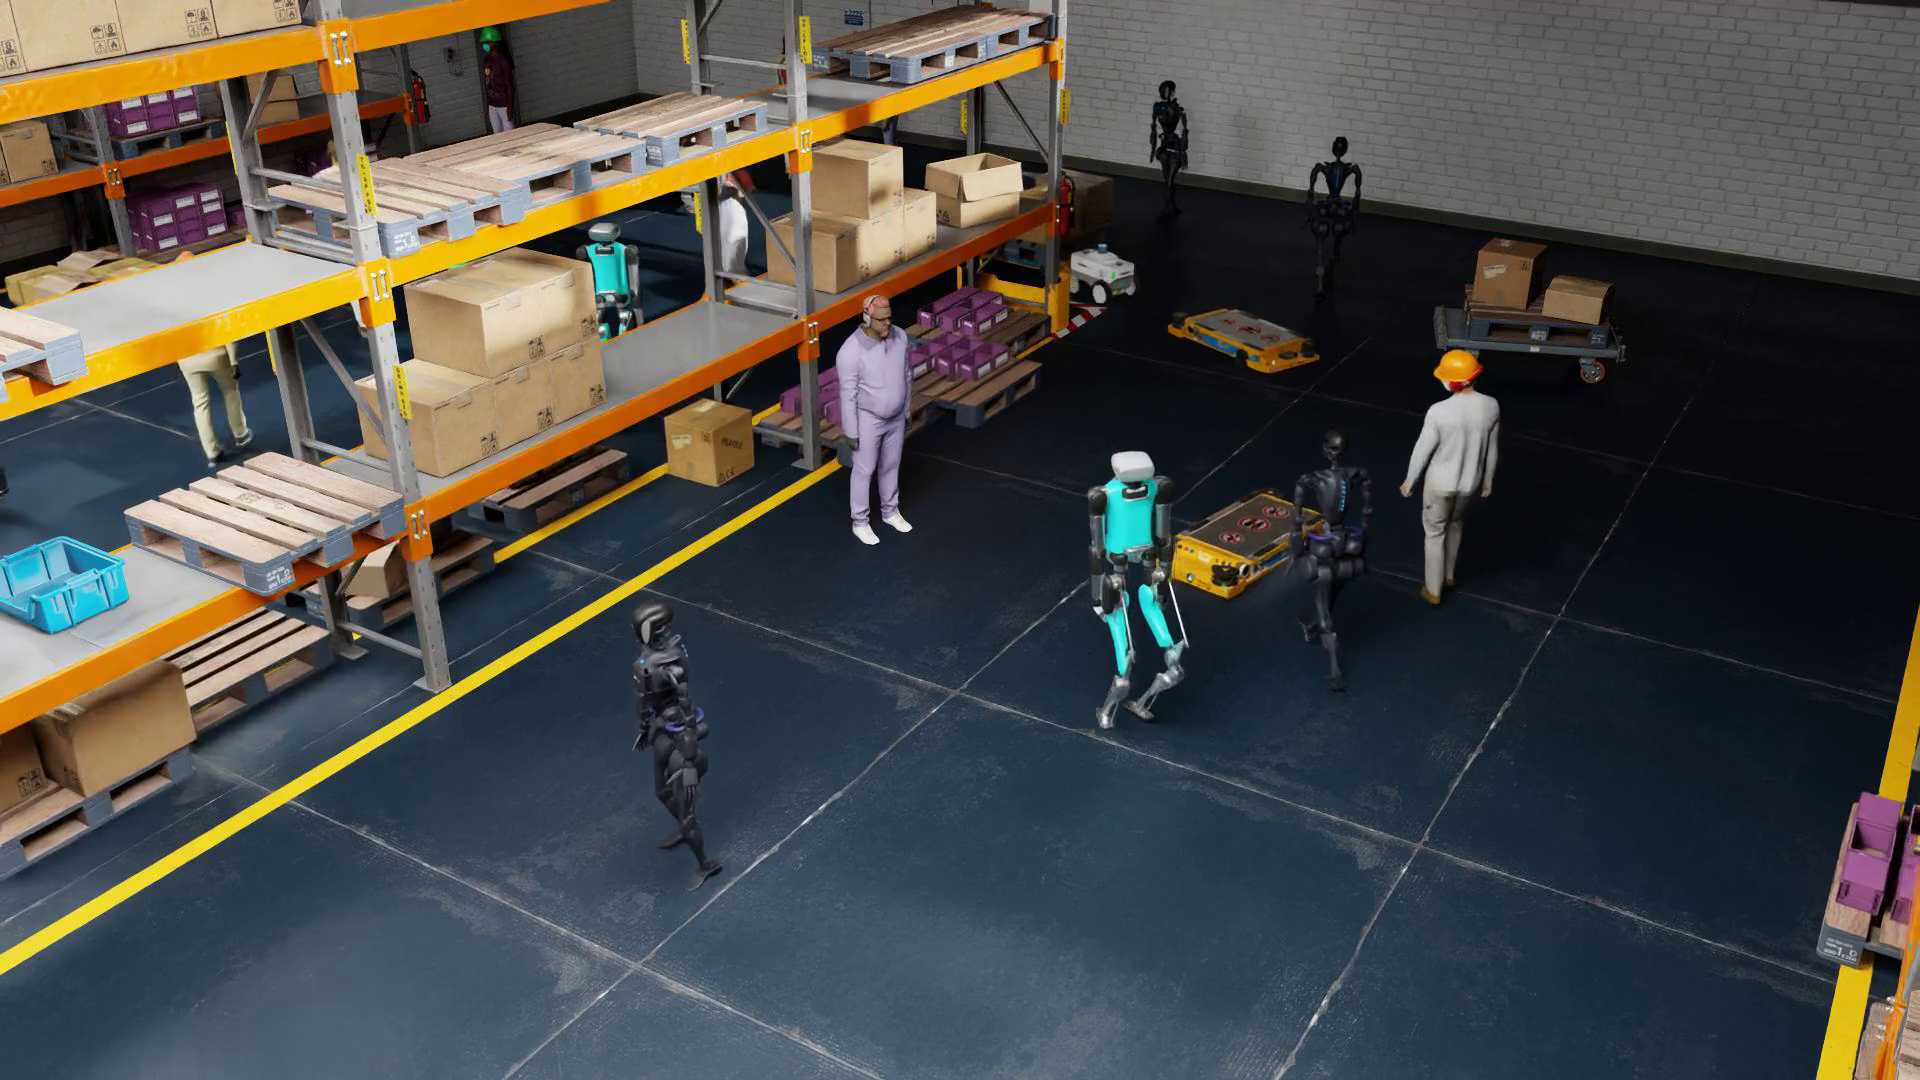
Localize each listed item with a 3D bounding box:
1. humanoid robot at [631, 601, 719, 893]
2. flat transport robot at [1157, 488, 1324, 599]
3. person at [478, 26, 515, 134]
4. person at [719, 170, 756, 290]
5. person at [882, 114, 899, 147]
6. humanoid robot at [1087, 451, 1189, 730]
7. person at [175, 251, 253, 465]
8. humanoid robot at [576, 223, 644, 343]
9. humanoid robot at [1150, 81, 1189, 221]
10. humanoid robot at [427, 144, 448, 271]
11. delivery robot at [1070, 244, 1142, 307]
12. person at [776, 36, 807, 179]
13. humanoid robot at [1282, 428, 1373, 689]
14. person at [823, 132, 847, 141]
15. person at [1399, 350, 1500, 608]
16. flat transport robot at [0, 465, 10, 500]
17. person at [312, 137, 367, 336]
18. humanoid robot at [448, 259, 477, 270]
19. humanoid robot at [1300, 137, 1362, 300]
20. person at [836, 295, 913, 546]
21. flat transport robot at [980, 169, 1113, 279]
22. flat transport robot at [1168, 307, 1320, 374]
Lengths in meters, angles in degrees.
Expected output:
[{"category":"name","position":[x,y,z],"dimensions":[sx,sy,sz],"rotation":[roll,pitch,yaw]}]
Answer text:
[{"category":"humanoid robot","position":[-1.460,1.027,8.619],"dimensions":[0.382,1.645,0.603],"rotation":[-18,32,-31]},{"category":"flat transport robot","position":[2.108,0.009,12.180],"dimensions":[0.659,0.231,1.431],"rotation":[23,35,37]},{"category":"person","position":[-5.897,-5.609,21.395],"dimensions":[0.489,1.951,0.419],"rotation":[18,32,31]},{"category":"person","position":[-2.212,-2.679,15.919],"dimensions":[0.924,1.677,0.589],"rotation":[-14,30,-25]},{"category":"person","position":[-0.915,-5.355,21.238],"dimensions":[0.279,1.632,0.506],"rotation":[3,27,6]},{"category":"humanoid robot","position":[1.068,0.372,9.797],"dimensions":[0.548,1.757,0.669],"rotation":[-8,28,-16]},{"category":"person","position":[-6.147,-1.521,13.581],"dimensions":[0.585,1.723,0.735],"rotation":[-5,27,-9]},{"category":"humanoid robot","position":[-2.977,-1.756,14.079],"dimensions":[0.550,1.742,1.062],"rotation":[3,27,5]},{"category":"humanoid robot","position":[2.474,-4.640,19.806],"dimensions":[0.638,1.630,0.608],"rotation":[-22,34,-36]},{"category":"humanoid robot","position":[-5.232,-3.279,17.134],"dimensions":[0.614,1.634,0.652],"rotation":[-3,27,-6]},{"category":"delivery robot","position":[1.486,-2.792,17.376],"dimensions":[0.499,0.587,0.785],"rotation":[-19,33,-33]},{"category":"person","position":[-2.151,-5.616,21.530],"dimensions":[0.429,1.840,0.634],"rotation":[-5,27,-9]},{"category":"humanoid robot","position":[2.353,0.078,10.551],"dimensions":[0.589,1.622,0.788],"rotation":[-7,28,-14]},{"category":"person","position":[-1.246,-3.238,16.856],"dimensions":[0.523,1.833,0.502],"rotation":[0,27,1]},{"category":"person","position":[3.302,-0.461,11.342],"dimensions":[0.593,1.860,0.620],"rotation":[-4,27,-8]},{"category":"flat transport robot","position":[-7.928,-0.109,12.413],"dimensions":[0.659,0.231,1.431],"rotation":[5,27,9]},{"category":"person","position":[-5.983,-3.018,16.351],"dimensions":[0.647,1.893,0.941],"rotation":[-10,28,-18]},{"category":"humanoid robot","position":[-4.115,-2.062,14.651],"dimensions":[0.834,1.767,0.537],"rotation":[-23,35,-37]},{"category":"humanoid robot","position":[3.854,-3.393,17.356],"dimensions":[0.592,1.627,0.727],"rotation":[2,27,3]},{"category":"person","position":[-0.588,-0.883,12.147],"dimensions":[0.401,1.900,0.633],"rotation":[24,35,39]},{"category":"flat transport robot","position":[0.891,-3.170,18.445],"dimensions":[1.431,0.231,0.659],"rotation":[20,33,34]},{"category":"flat transport robot","position":[2.722,-1.942,16.025],"dimensions":[0.659,0.231,1.431],"rotation":[-17,32,-30]}]
